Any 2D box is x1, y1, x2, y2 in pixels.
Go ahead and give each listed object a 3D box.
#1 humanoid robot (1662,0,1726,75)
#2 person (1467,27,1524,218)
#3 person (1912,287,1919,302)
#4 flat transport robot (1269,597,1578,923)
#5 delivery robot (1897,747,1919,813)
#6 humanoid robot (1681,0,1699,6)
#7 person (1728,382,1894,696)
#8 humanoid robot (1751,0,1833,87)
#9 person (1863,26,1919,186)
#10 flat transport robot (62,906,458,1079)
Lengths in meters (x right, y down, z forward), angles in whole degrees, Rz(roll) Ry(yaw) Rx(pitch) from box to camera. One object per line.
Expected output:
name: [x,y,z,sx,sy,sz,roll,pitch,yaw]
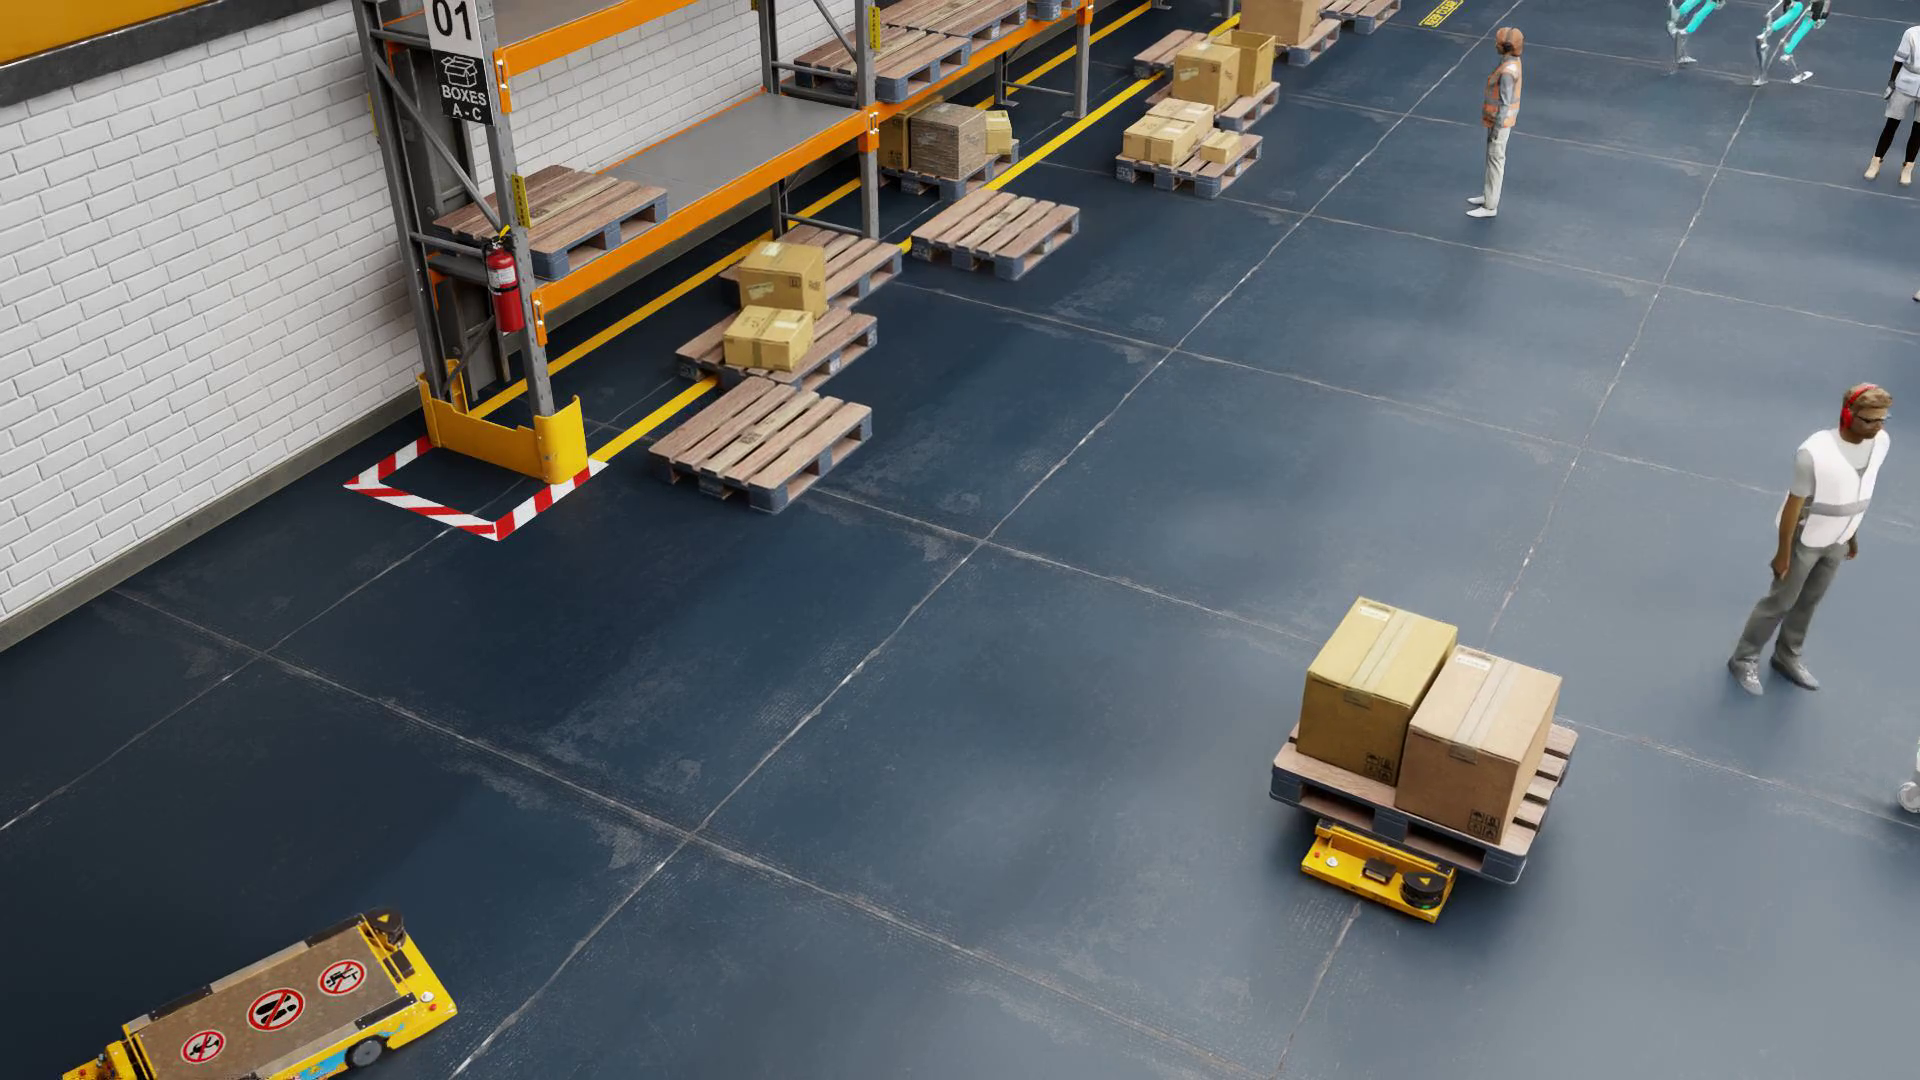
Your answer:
humanoid robot: [7.820,-5.776,17.648,0.773,1.898,0.555,-8,34,-12]
person: [4.639,-3.597,14.347,0.310,1.636,0.520,10,35,15]
person: [7.862,-2.682,12.782,0.569,1.835,0.380,17,37,24]
flat transport robot: [2.265,1.273,8.223,0.659,0.231,1.431,19,38,26]
delivery robot: [4.998,1.233,8.019,0.499,0.590,0.793,-17,37,-24]
humanoid robot: [9.031,-7.239,19.843,0.718,1.631,0.600,-16,37,-22]
person: [4.495,0.001,8.732,0.565,1.857,0.411,-14,36,-21]
humanoid robot: [8.549,-5.438,17.064,0.992,1.715,0.552,-17,37,-24]
person: [8.618,-4.041,14.965,0.540,1.695,0.316,17,37,24]
flat transport robot: [-2.928,2.091,6.984,1.431,0.231,0.659,-23,40,-31]
